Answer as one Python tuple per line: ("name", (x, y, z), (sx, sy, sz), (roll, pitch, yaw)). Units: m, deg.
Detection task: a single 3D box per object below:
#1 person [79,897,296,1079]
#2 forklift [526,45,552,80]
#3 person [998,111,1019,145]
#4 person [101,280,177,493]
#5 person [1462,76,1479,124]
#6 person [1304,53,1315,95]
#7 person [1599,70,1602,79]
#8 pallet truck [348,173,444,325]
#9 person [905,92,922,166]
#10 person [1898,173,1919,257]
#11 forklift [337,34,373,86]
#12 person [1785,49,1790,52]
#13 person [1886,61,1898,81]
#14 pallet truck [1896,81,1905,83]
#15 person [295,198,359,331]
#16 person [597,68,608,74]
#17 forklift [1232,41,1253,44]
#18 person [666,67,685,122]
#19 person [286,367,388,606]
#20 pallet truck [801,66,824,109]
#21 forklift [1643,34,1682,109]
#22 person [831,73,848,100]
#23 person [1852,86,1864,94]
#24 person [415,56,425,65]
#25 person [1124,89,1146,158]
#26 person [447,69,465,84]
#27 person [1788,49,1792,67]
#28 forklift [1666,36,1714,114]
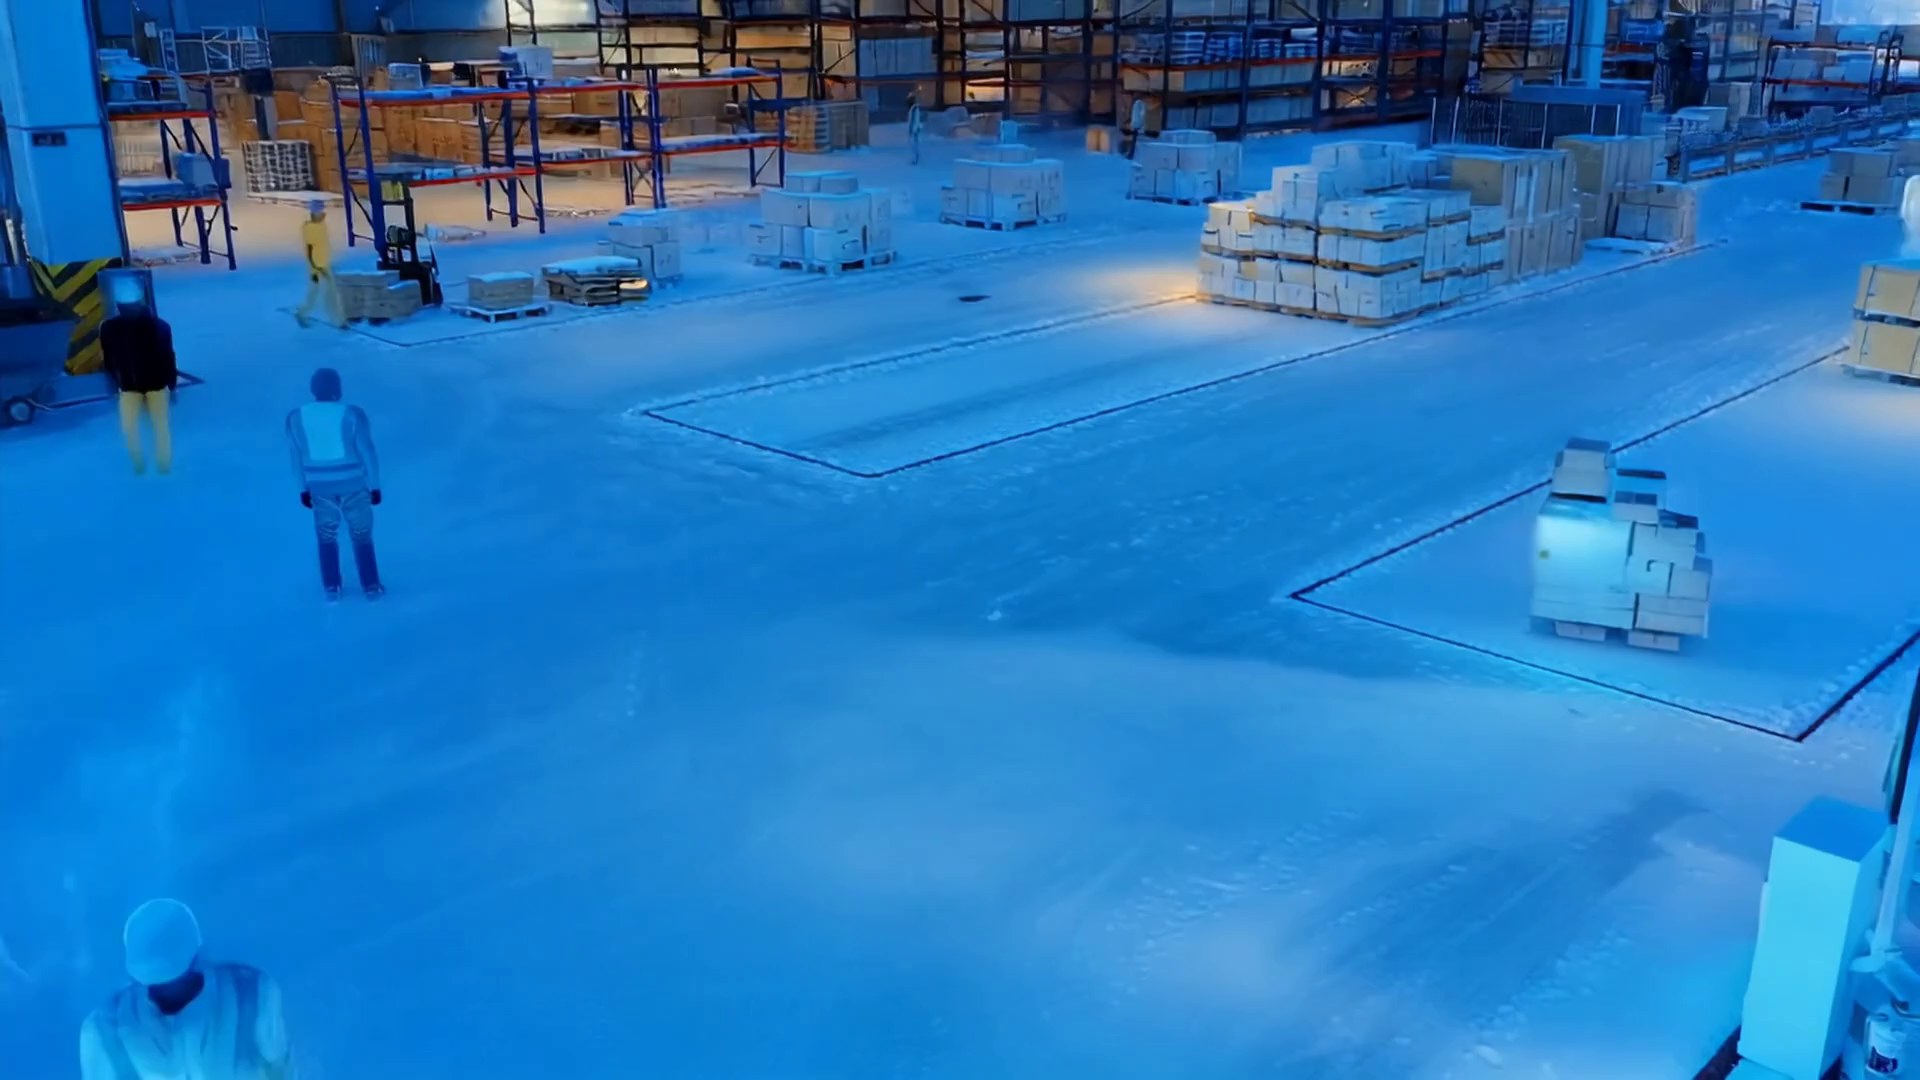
("person", (-2.442, 1.998, 5.335), (0.616, 1.870, 0.995), (-7, 20, -19))
("forklift", (-13.217, -14.218, 52.618), (1.129, 2.768, 1.873), (17, 25, 41))
("person", (1.200, -9.751, 41.080), (0.543, 1.654, 0.862), (-9, 20, -25))
("person", (-7.606, -1.409, 15.434), (0.642, 1.974, 0.631), (-4, 19, -13))
("person", (17.681, -15.260, 57.665), (0.536, 1.657, 0.856), (5, 19, 15))
("person", (15.454, -20.615, 73.423), (0.403, 1.904, 0.637), (-15, 23, -38))
("person", (23.534, -16.541, 61.513), (0.537, 1.674, 0.528), (15, 23, 37))
("pallet truck", (-8.209, -4.181, 23.757), (0.823, 1.965, 1.885), (3, 19, 9))
("person", (-1.239, -10.896, 44.143), (0.449, 1.907, 0.595), (-3, 19, -10))
("person", (15.692, -5.265, 27.140), (0.660, 1.921, 0.545), (-7, 20, -20))
("forklift", (-23.335, -18.339, 65.035), (1.129, 2.768, 1.873), (17, 25, 41))
("person", (41.770, -24.193, 84.239), (0.479, 1.885, 0.654), (0, 18, -1))
("person", (37.160, -18.171, 66.238), (0.617, 1.781, 0.925), (-15, 23, -37))
("pallet truck", (34.802, -16.331, 61.455), (0.653, 1.274, 1.630), (17, 25, 41))
("person", (-8.805, -3.766, 22.792), (0.973, 1.837, 0.529), (7, 19, 19))
("person", (-14.883, -19.116, 69.372), (0.538, 1.587, 0.872), (1, 18, 4))
("forklift", (9.484, -15.642, 56.908), (1.129, 2.768, 1.873), (17, 25, 41))
("person", (-10.023, -15.695, 58.636), (0.668, 1.885, 0.641), (15, 24, 38))
("person", (-4.708, -0.400, 12.610), (0.622, 1.845, 0.429), (-2, 18, -5))
("pallet truck", (-4.812, -15.182, 56.903), (0.823, 1.965, 1.885), (-9, 21, -26))
("forklift", (27.488, -18.318, 64.970), (1.129, 2.768, 1.873), (17, 25, 41))
("person", (-3.855, -13.849, 52.956), (0.602, 1.939, 0.795), (-7, 20, -21))
("person", (32.018, -15.997, 59.525), (0.960, 1.901, 0.639), (2, 18, 5))
("person", (-22.029, -18.846, 68.067), (0.475, 1.909, 0.646), (5, 19, 14))
("person", (5.002, -11.525, 46.066), (0.807, 1.892, 0.607), (5, 19, 16))
("person", (-16.687, -14.621, 55.257), (0.626, 1.968, 0.772), (-9, 20, -25))
("person", (42.290, -24.468, 85.038), (0.886, 1.912, 0.553), (2, 19, 7))
("forklift", (27.341, -17.291, 61.877), (1.129, 2.768, 1.873), (17, 25, 41))
